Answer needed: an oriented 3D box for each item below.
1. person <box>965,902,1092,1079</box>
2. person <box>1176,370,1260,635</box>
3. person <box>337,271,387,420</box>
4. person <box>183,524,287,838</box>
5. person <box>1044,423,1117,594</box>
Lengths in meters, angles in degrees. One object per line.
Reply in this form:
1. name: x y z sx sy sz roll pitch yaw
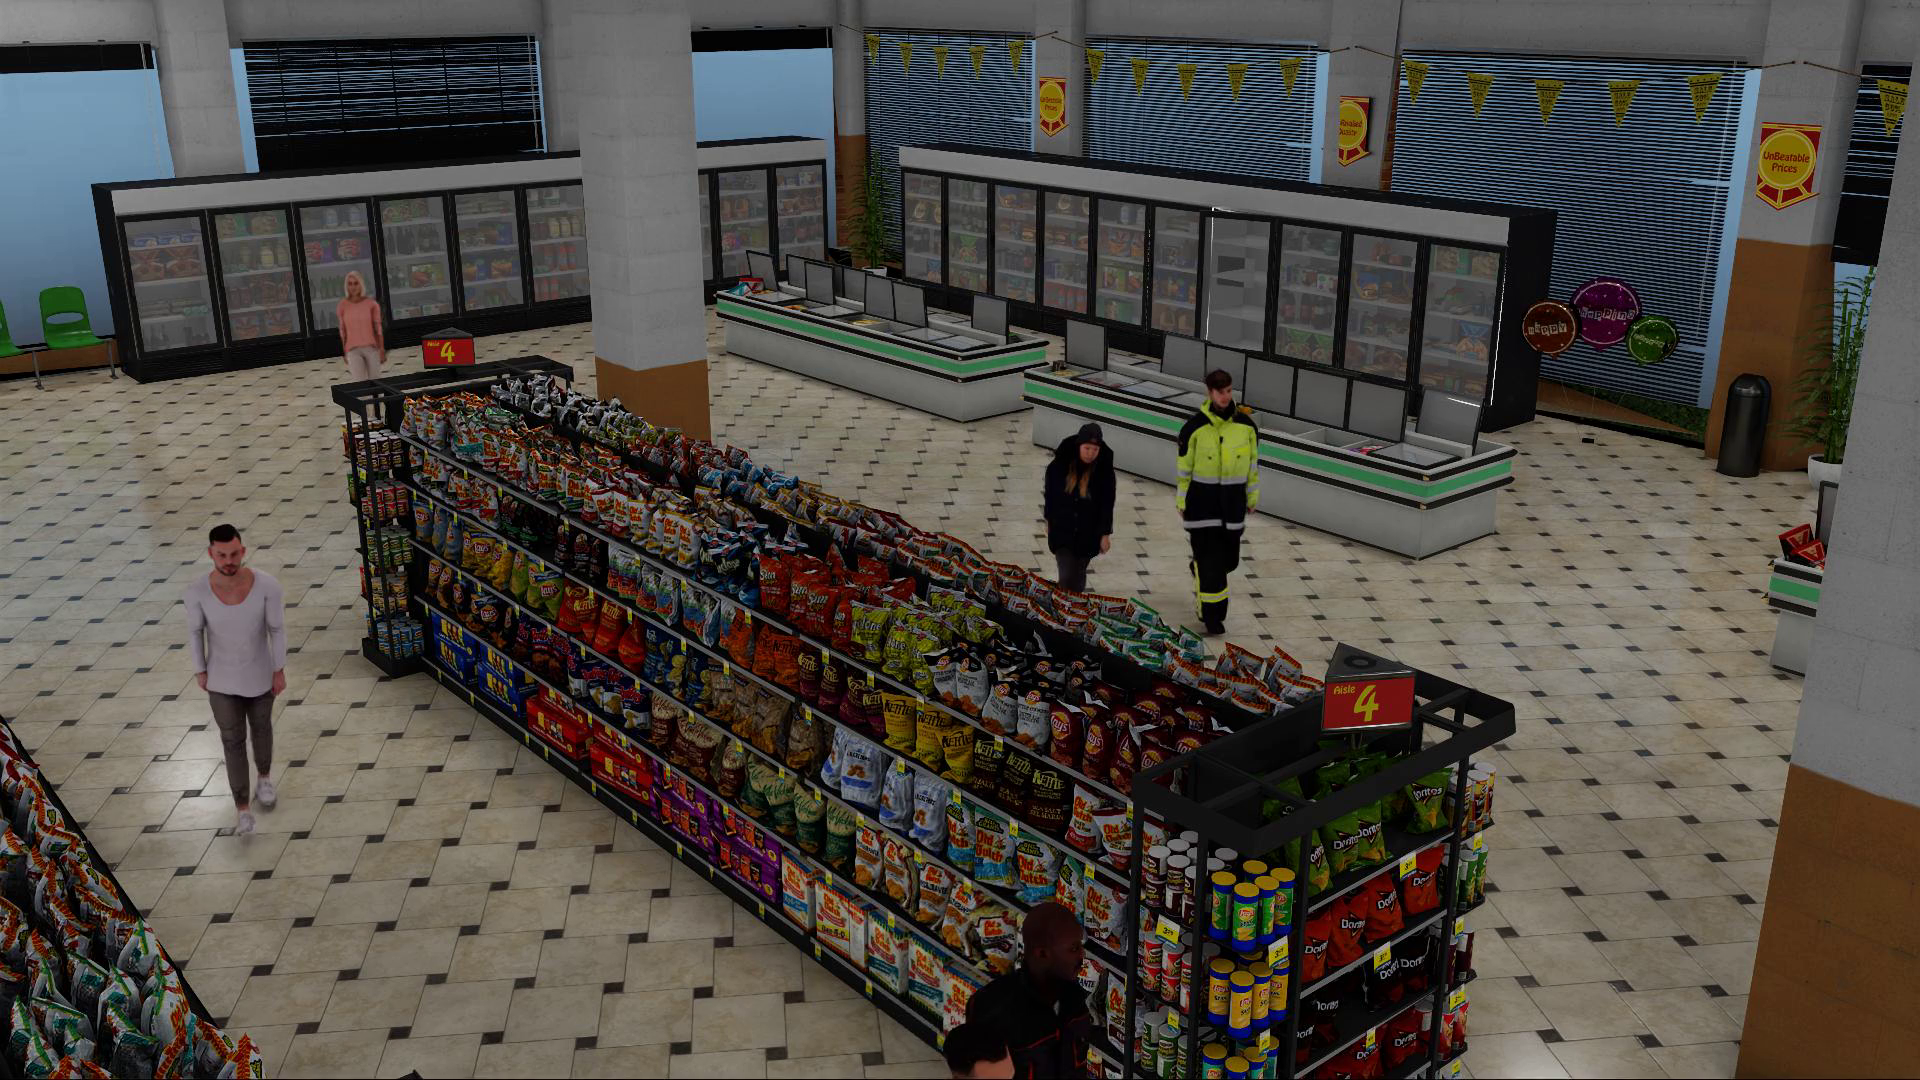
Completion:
1. person: 0.134 2.032 5.691 0.747 1.765 1.246 -15 24 -38
2. person: 1.883 -0.323 12.373 1.055 1.959 1.222 -5 19 -14
3. person: -6.390 -2.028 17.862 0.915 1.683 1.207 -5 19 -14
4. person: -4.111 0.730 9.502 0.840 1.797 1.088 -8 20 -22
5. person: 0.833 -0.094 12.220 0.917 1.621 0.979 4 19 11
